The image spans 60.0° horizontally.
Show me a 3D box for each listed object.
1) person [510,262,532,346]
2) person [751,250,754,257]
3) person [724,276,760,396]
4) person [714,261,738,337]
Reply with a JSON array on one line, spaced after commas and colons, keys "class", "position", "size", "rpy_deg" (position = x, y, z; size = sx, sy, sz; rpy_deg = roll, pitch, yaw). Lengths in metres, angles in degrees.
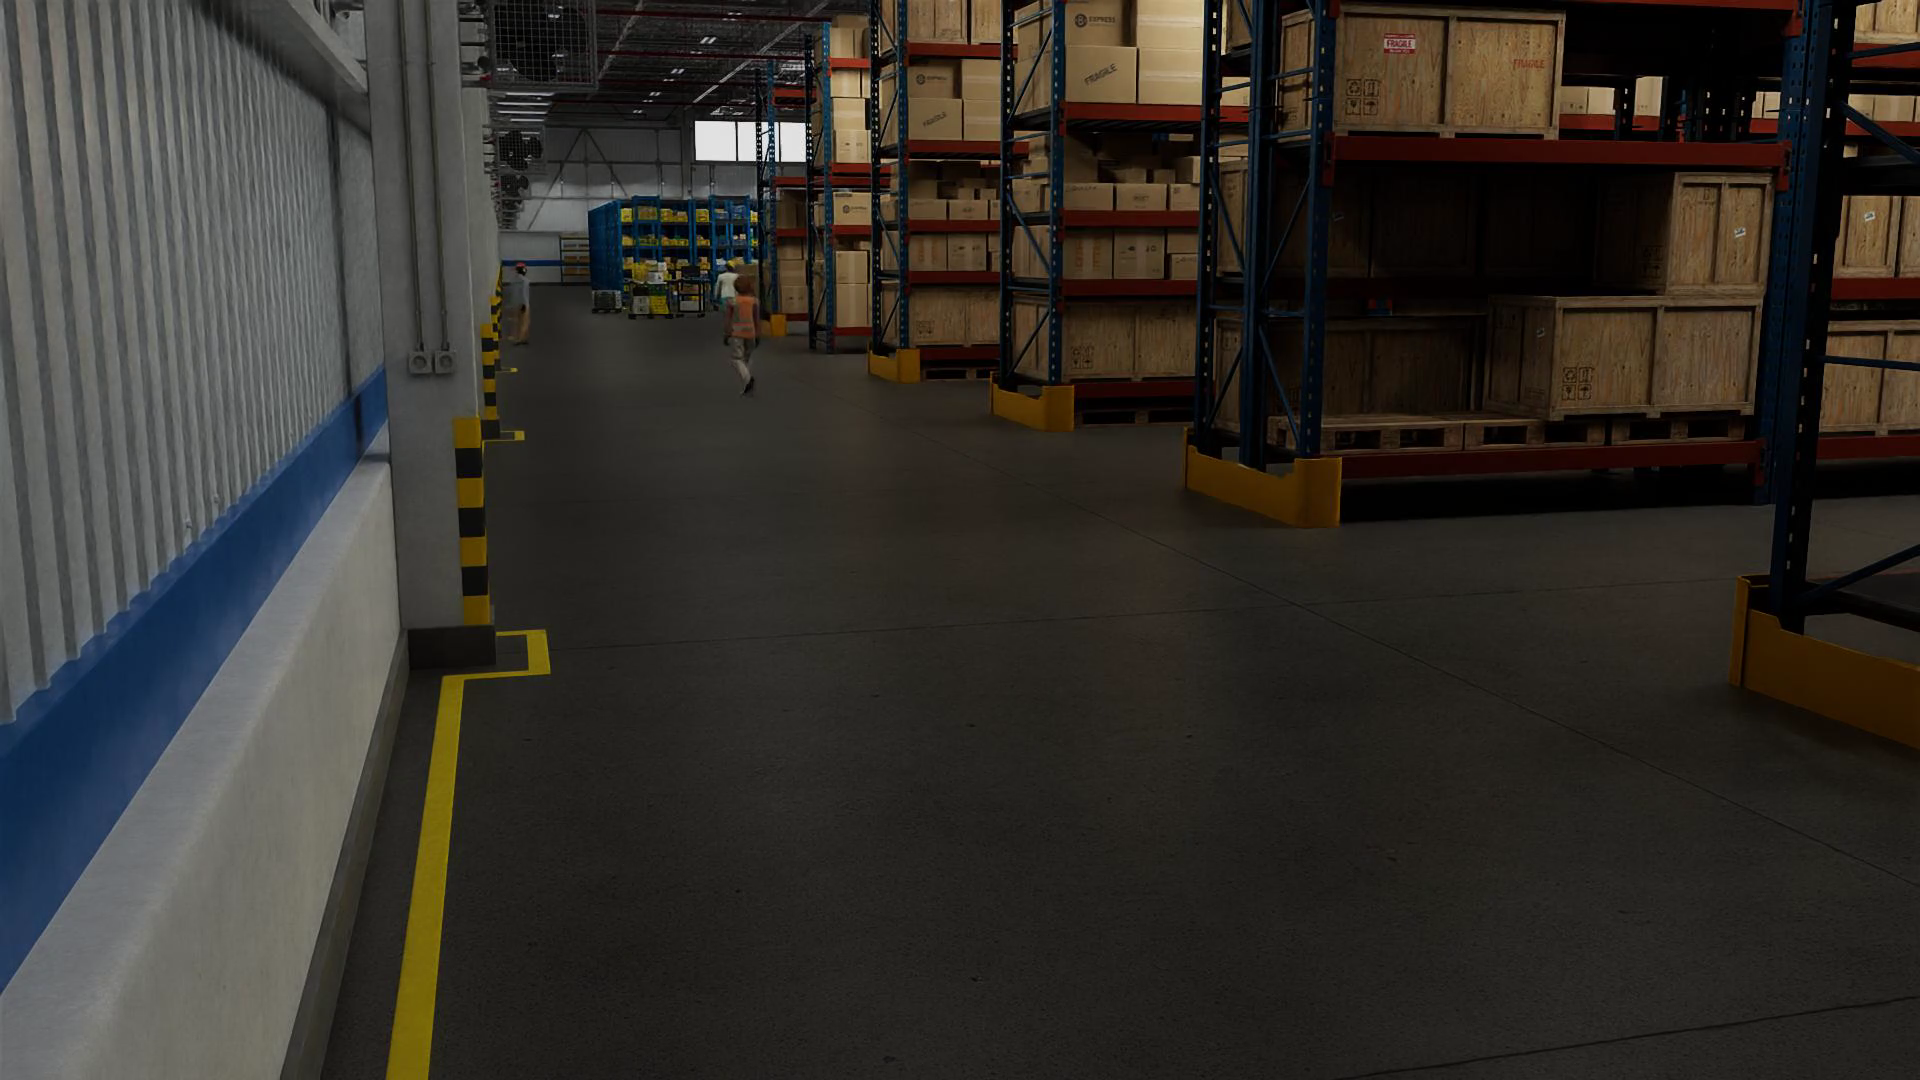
[{"class": "person", "position": [-8.935, -4.788, 33.782], "size": [0.583, 1.709, 0.511], "rpy_deg": [8, 13, 38]}, {"class": "person", "position": [-10.037, -13.186, 80.970], "size": [0.374, 1.843, 0.569], "rpy_deg": [-9, 13, -40]}, {"class": "person", "position": [-2.898, -2.735, 22.416], "size": [0.529, 1.624, 0.495], "rpy_deg": [-7, 12, -34]}, {"class": "person", "position": [-5.159, -5.394, 37.228], "size": [0.543, 1.706, 0.873], "rpy_deg": [-5, 11, -28]}]
